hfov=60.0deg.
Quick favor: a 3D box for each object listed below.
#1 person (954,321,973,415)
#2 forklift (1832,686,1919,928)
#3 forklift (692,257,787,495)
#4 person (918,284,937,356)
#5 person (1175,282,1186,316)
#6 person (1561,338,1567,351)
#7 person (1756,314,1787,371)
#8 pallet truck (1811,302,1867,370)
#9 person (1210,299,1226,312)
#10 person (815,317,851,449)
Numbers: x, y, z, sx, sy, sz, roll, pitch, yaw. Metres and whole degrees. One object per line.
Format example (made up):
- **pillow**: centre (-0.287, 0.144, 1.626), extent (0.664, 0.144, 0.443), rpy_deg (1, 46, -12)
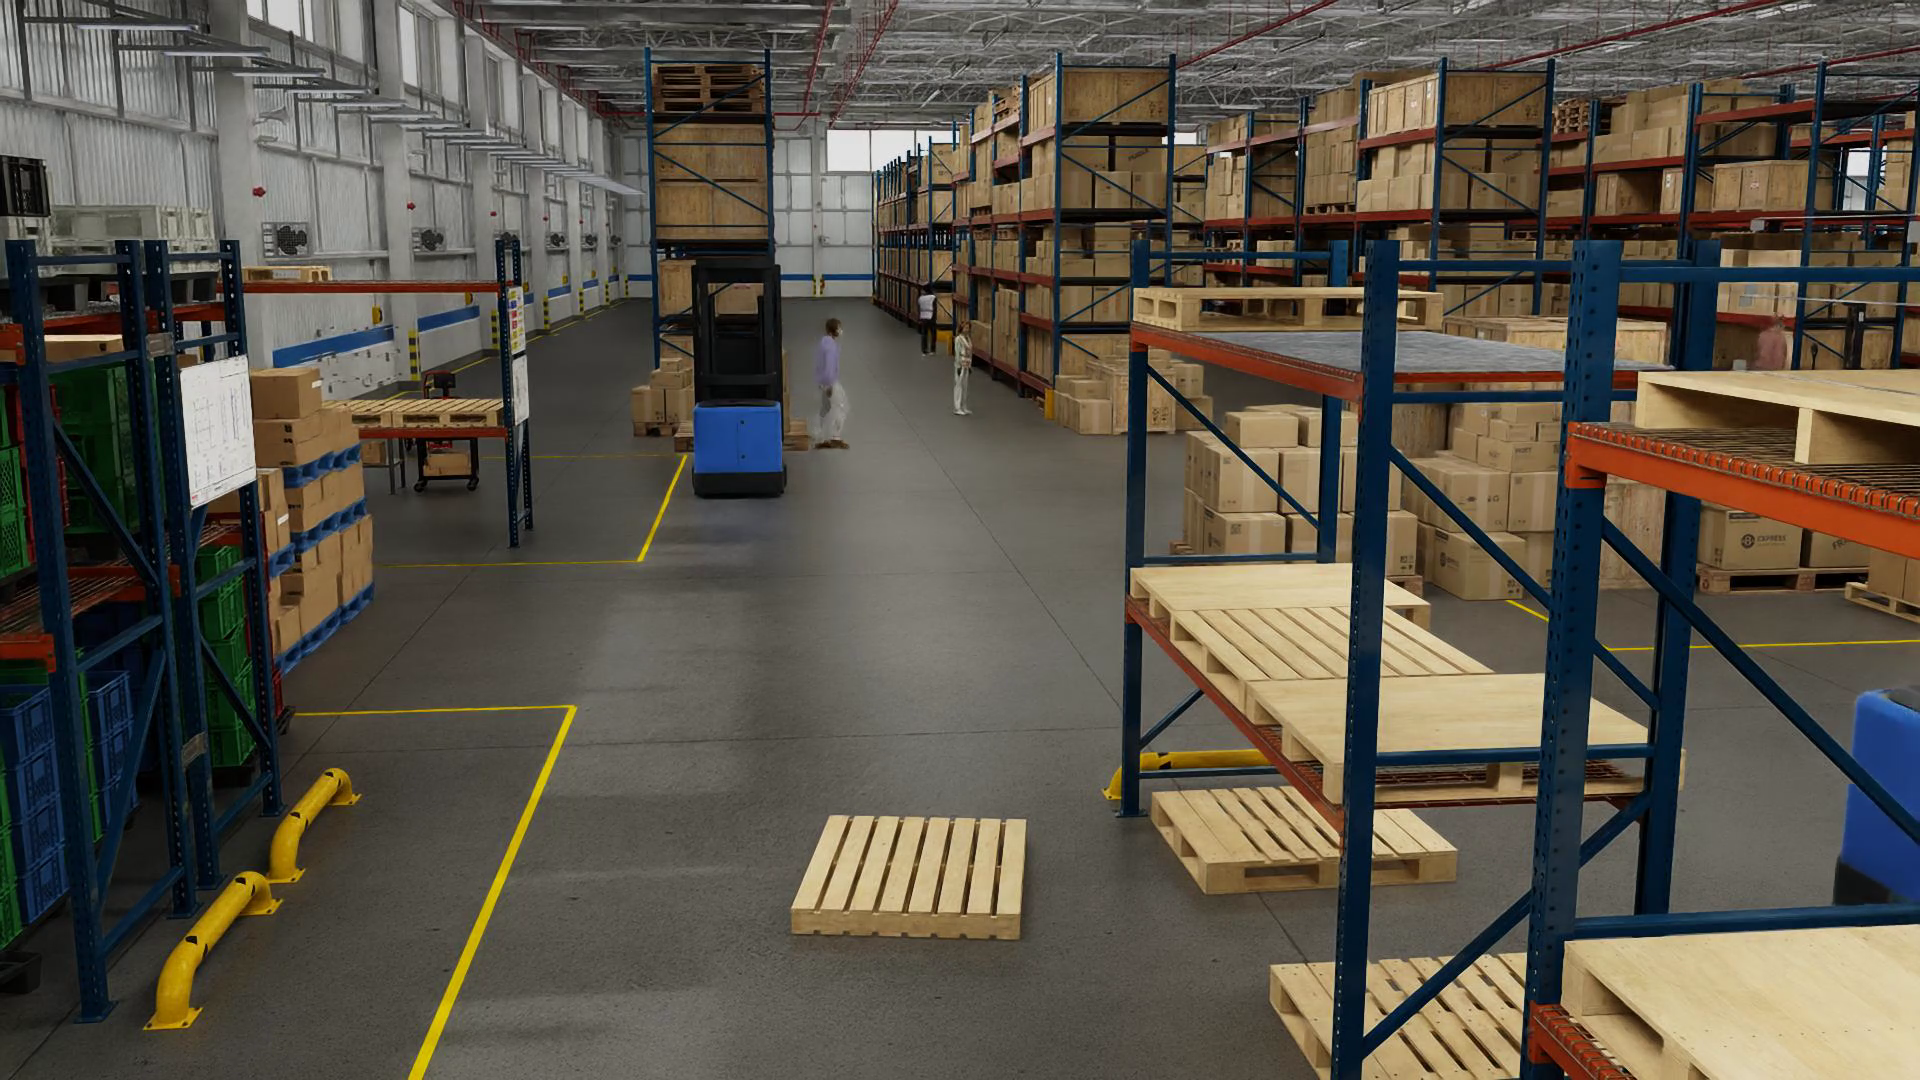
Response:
- **person**: centre (0.053, -2.998, 28.994), extent (0.315, 1.636, 0.515), rpy_deg (4, 11, 23)
- **forklift**: centre (4.483, 0.465, 6.354), extent (1.129, 2.768, 1.873), rpy_deg (-1, 10, -6)
- **forklift**: centre (-2.703, -2.040, 20.236), extent (1.129, 2.768, 1.873), rpy_deg (-1, 10, -6)
- **person**: centre (-0.852, -5.799, 43.884), extent (0.618, 1.858, 0.770), rpy_deg (5, 12, 27)
- **person**: centre (6.510, -6.621, 48.597), extent (0.969, 1.795, 0.596), rpy_deg (-4, 11, -22)
- **person**: centre (7.146, -1.424, 19.315), extent (0.430, 1.978, 0.637), rpy_deg (2, 10, 13)
- **person**: centre (12.815, -2.655, 26.419), extent (0.839, 1.882, 0.640), rpy_deg (-2, 10, -11)
- **pallet truck**: centre (15.846, -3.142, 28.793), extent (1.885, 1.965, 0.823), rpy_deg (2, 10, 12)
- **person**: centre (8.294, -7.604, 53.478), extent (0.613, 2.020, 0.879), rpy_deg (-1, 10, -8)
- **person**: centre (-1.836, -2.262, 24.149), extent (0.642, 1.918, 0.651), rpy_deg (-4, 11, -20)
